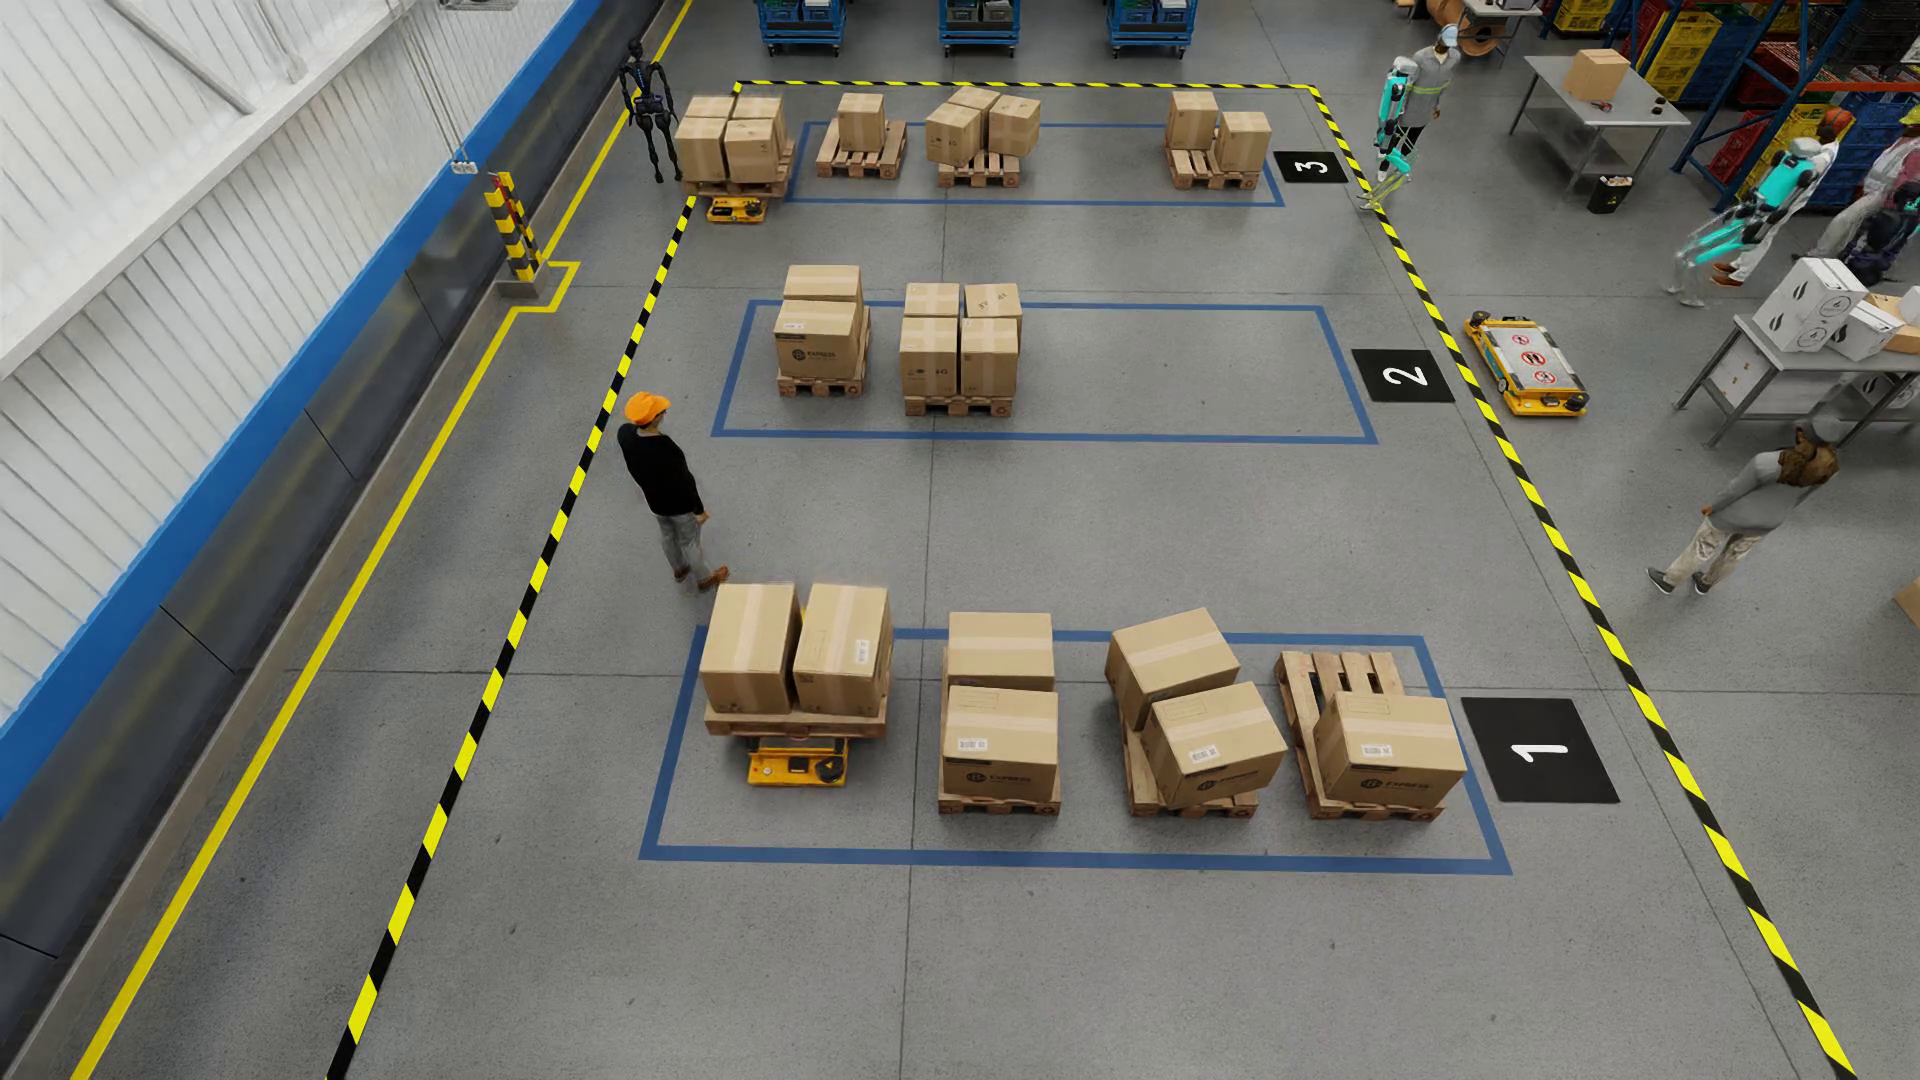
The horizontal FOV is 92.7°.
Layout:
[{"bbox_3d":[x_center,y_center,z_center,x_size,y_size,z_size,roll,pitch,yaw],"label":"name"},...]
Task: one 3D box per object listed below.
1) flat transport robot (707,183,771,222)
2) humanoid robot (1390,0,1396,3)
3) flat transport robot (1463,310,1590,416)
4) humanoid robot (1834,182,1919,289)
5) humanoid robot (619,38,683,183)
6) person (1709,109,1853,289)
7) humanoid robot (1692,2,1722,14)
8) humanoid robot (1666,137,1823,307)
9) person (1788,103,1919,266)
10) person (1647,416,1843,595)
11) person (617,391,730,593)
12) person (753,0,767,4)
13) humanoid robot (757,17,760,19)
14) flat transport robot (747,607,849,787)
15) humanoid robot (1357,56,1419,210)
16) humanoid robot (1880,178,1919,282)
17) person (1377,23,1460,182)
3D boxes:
[{"bbox_3d":[-2.669,-4.382,11.307,0.652,0.197,1.431,1,49,1],"label":"flat transport robot"},{"bbox_3d":[7.421,-9.745,15.044,0.393,1.649,0.597,25,53,20],"label":"humanoid robot"},{"bbox_3d":[5.573,-1.757,9.054,0.659,0.231,1.431,1,49,1],"label":"flat transport robot"},{"bbox_3d":[8.743,-2.617,8.872,0.612,1.643,0.450,-1,49,-1],"label":"humanoid robot"},{"bbox_3d":[-3.738,-5.177,11.075,0.599,1.654,0.315,-7,49,-6],"label":"humanoid robot"},{"bbox_3d":[8.519,-3.495,9.490,0.357,1.884,0.573,29,55,23],"label":"person"},{"bbox_3d":[10.932,-7.896,13.398,1.027,1.739,0.565,6,49,5],"label":"humanoid robot"},{"bbox_3d":[7.811,-3.191,9.287,0.738,1.733,0.532,0,49,0],"label":"humanoid robot"},{"bbox_3d":[9.699,-3.727,9.755,0.698,1.784,0.608,26,54,21],"label":"person"},{"bbox_3d":[5.784,-0.201,6.714,0.562,1.769,0.400,3,49,3],"label":"person"},{"bbox_3d":[-2.114,-0.329,6.750,0.589,1.882,0.380,24,53,20],"label":"person"},{"bbox_3d":[-3.360,-9.868,14.974,0.378,1.934,0.628,0,49,0],"label":"person"},{"bbox_3d":[-2.901,-8.967,14.391,0.772,1.629,0.606,-12,50,-11],"label":"humanoid robot"},{"bbox_3d":[-1.093,1.068,6.591,0.652,0.197,1.431,1,49,1],"label":"flat transport robot"},{"bbox_3d":[5.024,-4.591,10.450,0.735,1.673,0.533,9,50,8],"label":"humanoid robot"},{"bbox_3d":[10.257,-3.625,9.694,0.878,1.770,0.590,-36,58,-27],"label":"humanoid robot"},{"bbox_3d":[5.524,-5.210,10.997,0.588,1.849,0.395,-6,49,-5],"label":"person"}]
